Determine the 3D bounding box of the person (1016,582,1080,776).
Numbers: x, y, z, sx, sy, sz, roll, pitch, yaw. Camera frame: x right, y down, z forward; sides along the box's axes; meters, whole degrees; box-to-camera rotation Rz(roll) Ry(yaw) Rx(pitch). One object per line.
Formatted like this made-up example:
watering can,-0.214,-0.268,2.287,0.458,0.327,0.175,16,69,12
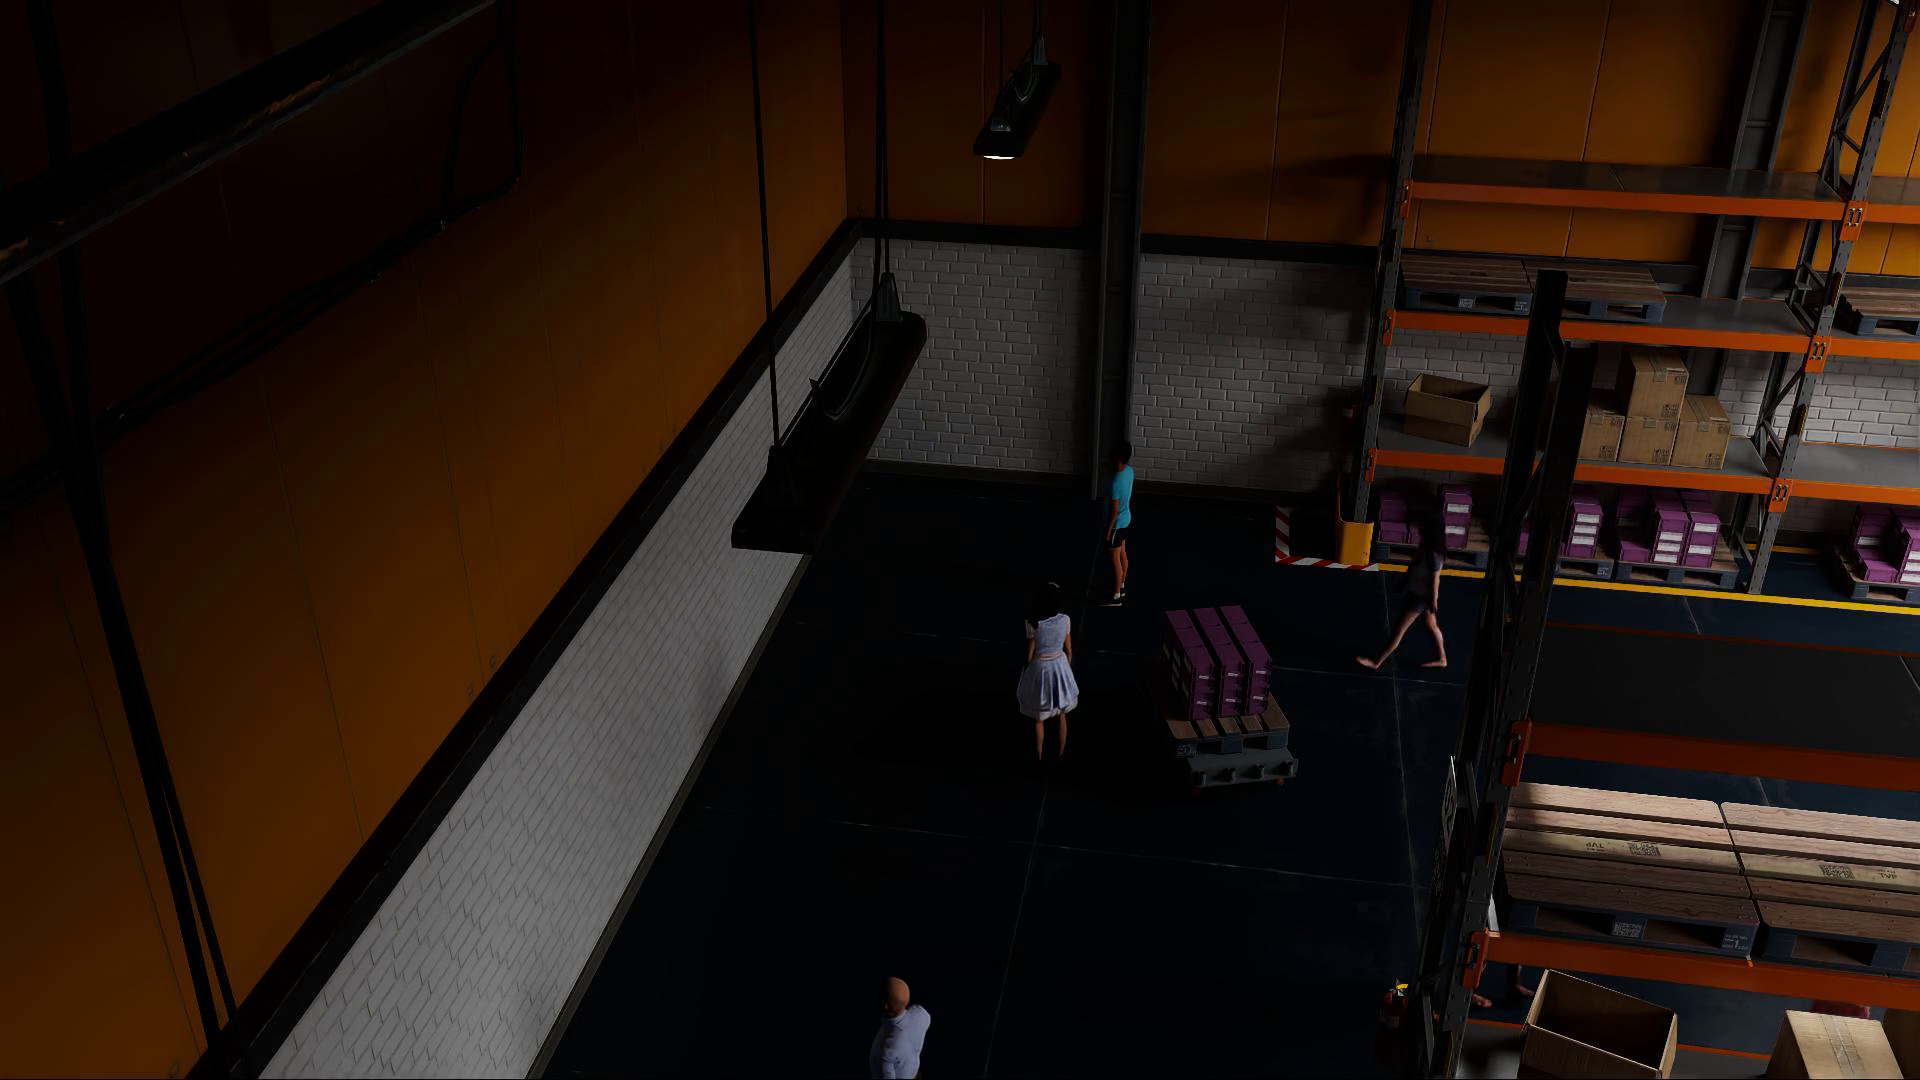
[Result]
person,0.732,1.166,13.972,0.782,1.816,0.867,-5,29,-9

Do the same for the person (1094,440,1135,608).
person,1.562,-0.177,16.476,0.573,1.777,0.647,10,30,17

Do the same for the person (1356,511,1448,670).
person,4.352,0.509,15.339,1.096,1.661,0.645,3,29,5

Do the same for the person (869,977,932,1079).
person,-0.378,3.338,10.016,0.668,1.791,0.707,13,31,23
